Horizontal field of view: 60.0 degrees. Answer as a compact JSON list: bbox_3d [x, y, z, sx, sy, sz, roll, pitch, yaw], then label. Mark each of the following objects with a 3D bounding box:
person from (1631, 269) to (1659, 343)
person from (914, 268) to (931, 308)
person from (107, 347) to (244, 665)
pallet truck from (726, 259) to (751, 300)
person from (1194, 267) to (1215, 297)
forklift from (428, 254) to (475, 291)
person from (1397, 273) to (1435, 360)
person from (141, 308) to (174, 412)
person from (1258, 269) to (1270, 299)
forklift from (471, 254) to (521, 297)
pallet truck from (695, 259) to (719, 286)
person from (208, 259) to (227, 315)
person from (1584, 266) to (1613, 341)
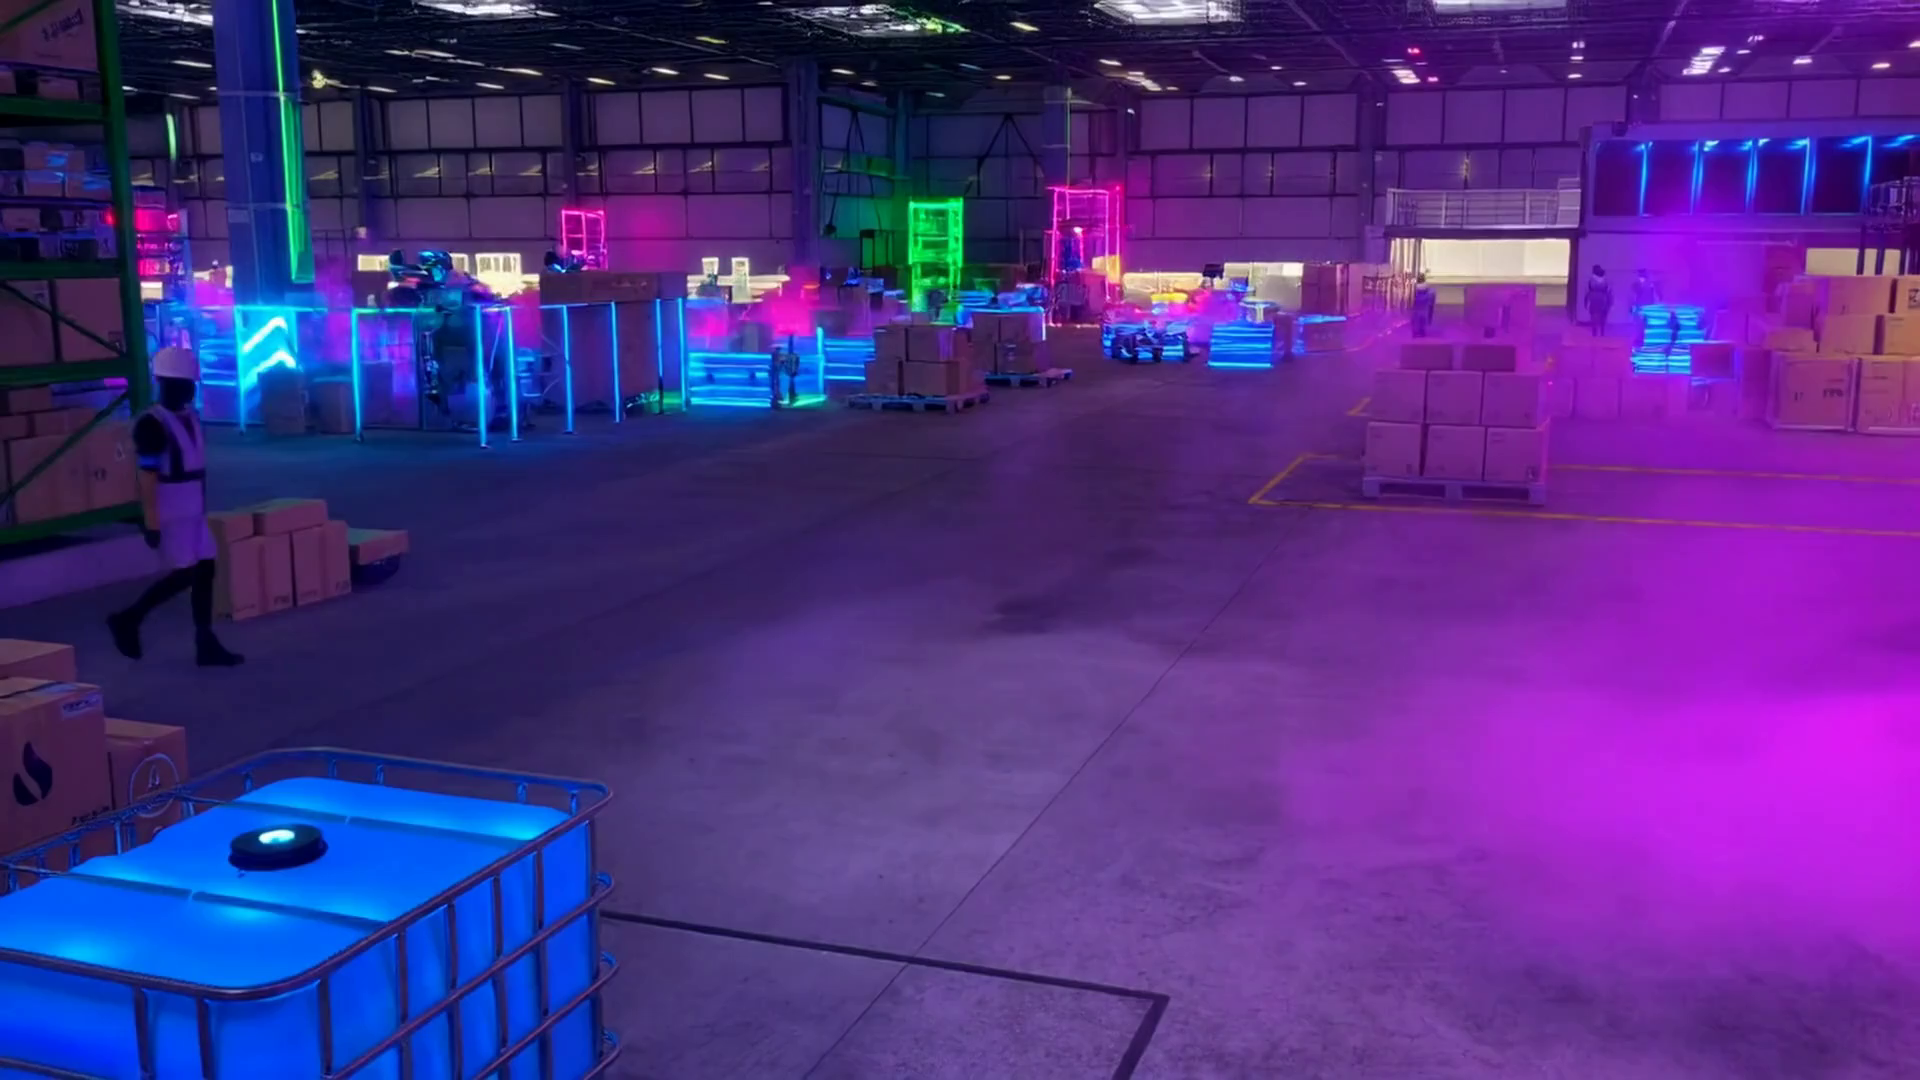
[{"bbox_3d":[17.253,-5.887,41.970,0.606,1.900,0.584,7,12,36],"label":"person"},{"bbox_3d":[-1.141,-7.059,48.742,0.511,1.853,0.494,7,12,36],"label":"person"},{"bbox_3d":[-4.663,-0.180,9.806,0.655,1.920,0.549,1,10,4],"label":"person"},{"bbox_3d":[-7.986,-9.493,62.019,0.823,1.965,1.885,3,11,17],"label":"pallet truck"},{"bbox_3d":[7.003,-6.911,47.856,0.590,1.856,0.741,3,11,19],"label":"person"},{"bbox_3d":[-20.133,-10.254,65.465,1.157,1.987,2.680,3,11,19],"label":"forklift"},{"bbox_3d":[9.669,-4.662,35.083,0.930,1.896,0.569,-7,12,-33],"label":"person"},{"bbox_3d":[-10.932,-2.335,22.635,0.637,1.662,0.533,-5,11,-26],"label":"person"},{"bbox_3d":[9.288,-7.393,50.872,0.339,1.757,0.519,-2,10,-14],"label":"person"},{"bbox_3d":[-17.990,-10.121,64.684,1.157,1.987,2.680,3,11,17],"label":"forklift"},{"bbox_3d":[-9.165,-9.627,62.776,0.823,1.965,1.885,4,11,23],"label":"pallet truck"},{"bbox_3d":[-26.444,-9.005,59.277,0.376,1.995,0.612,9,14,42],"label":"person"},{"bbox_3d":[16.770,-6.263,43.710,0.722,2.000,1.047,6,12,30],"label":"person"}]
